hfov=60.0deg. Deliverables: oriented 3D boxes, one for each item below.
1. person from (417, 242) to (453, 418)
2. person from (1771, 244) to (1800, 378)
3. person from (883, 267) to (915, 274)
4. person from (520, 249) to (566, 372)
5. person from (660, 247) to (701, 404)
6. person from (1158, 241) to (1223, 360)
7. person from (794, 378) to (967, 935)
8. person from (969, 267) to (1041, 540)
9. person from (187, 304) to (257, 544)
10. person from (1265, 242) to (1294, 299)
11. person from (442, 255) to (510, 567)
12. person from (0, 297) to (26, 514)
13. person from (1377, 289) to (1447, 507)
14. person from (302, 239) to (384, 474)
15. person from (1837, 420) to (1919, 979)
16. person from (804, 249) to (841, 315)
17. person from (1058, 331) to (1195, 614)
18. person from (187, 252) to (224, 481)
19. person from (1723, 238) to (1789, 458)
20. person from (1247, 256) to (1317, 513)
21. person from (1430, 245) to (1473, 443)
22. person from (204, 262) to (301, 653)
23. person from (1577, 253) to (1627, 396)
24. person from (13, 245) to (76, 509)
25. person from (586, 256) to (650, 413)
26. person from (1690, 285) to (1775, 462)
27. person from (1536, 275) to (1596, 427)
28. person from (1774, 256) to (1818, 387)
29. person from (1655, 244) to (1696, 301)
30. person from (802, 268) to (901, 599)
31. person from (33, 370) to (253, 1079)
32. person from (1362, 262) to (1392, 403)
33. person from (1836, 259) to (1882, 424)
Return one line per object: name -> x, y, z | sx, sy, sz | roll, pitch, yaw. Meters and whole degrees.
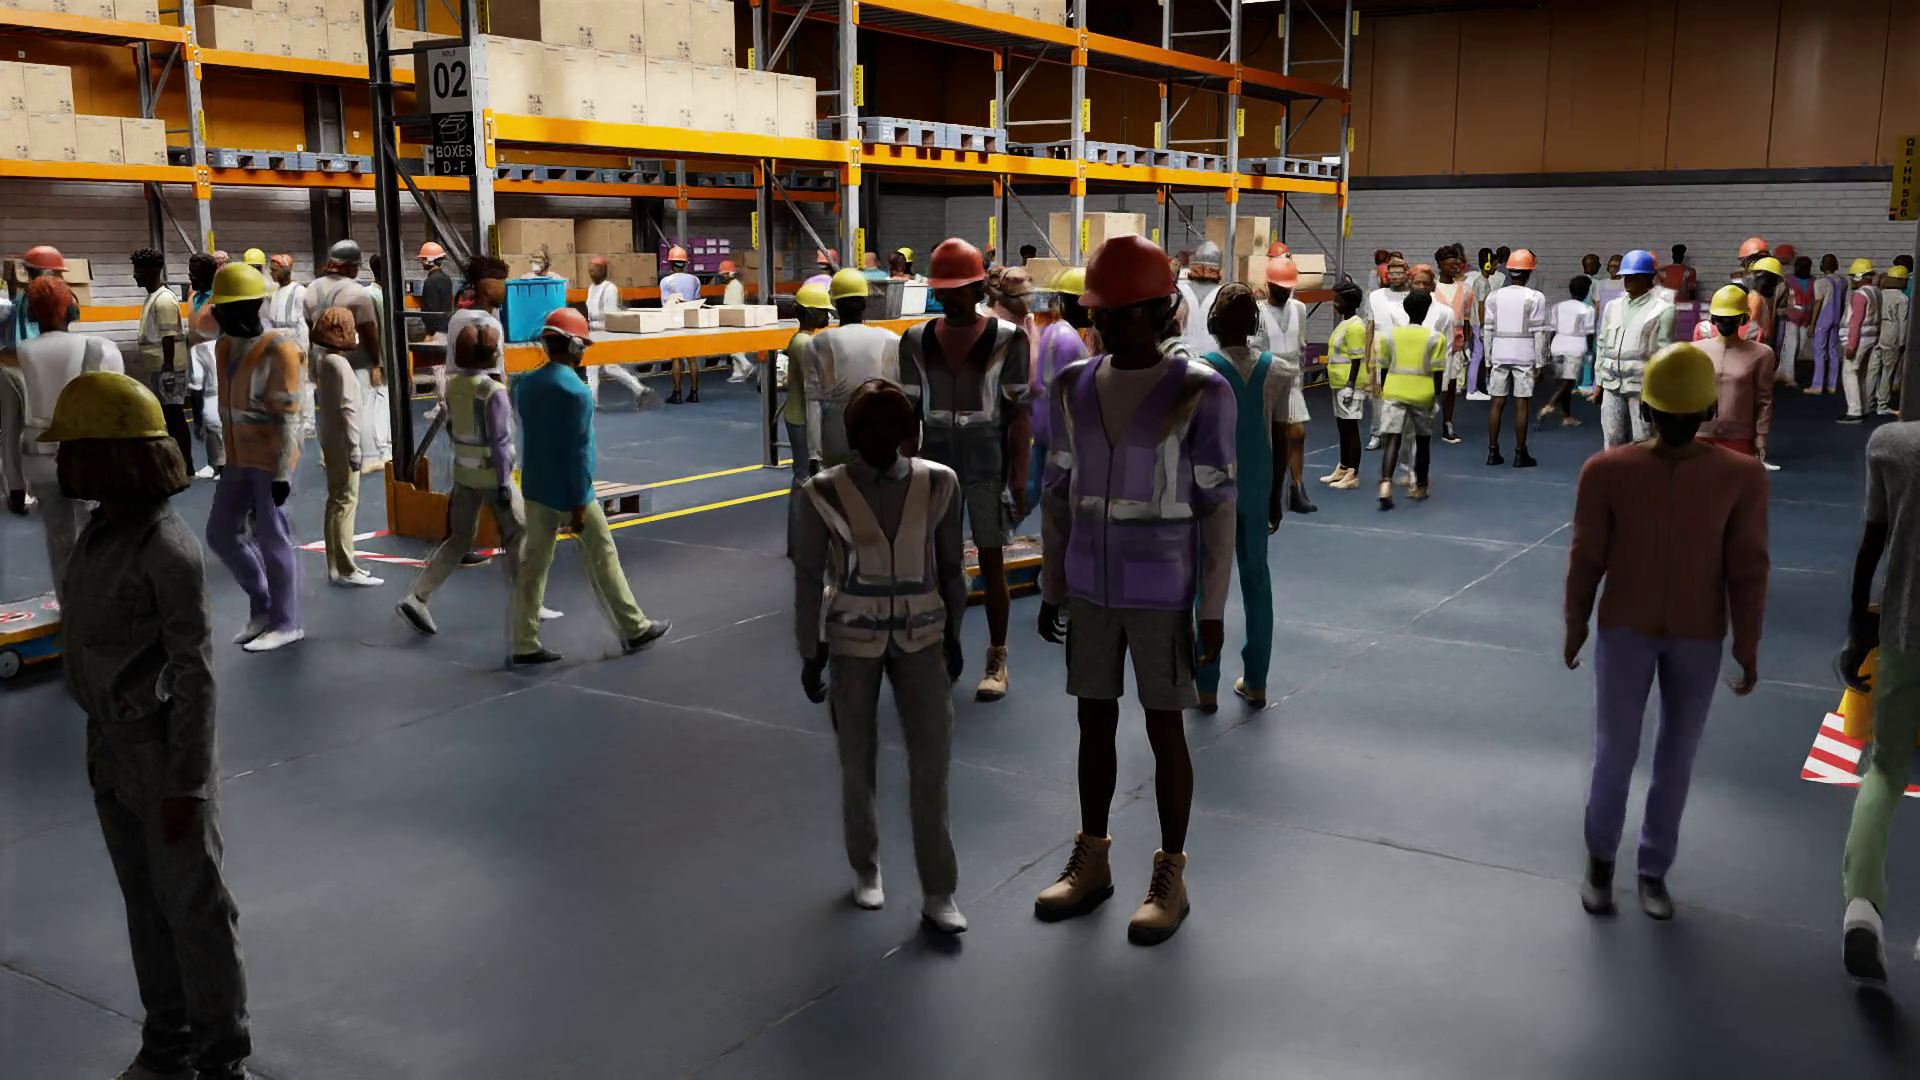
person -> -5.969, -2.389, 18.993 | 0.375, 1.995, 0.611 | 0, 10, 0
person -> 12.079, -3.347, 24.403 | 0.507, 1.959, 0.637 | 4, 11, 21
person -> -1.098, -4.287, 29.988 | 0.634, 1.821, 0.644 | 0, 10, 1
person -> -5.037, -2.541, 20.056 | 0.658, 1.918, 0.440 | 4, 11, 21
person -> -3.470, -2.653, 20.615 | 0.544, 1.939, 0.354 | -8, 13, -39
person -> 1.851, -1.294, 12.798 | 0.704, 2.000, 0.604 | 3, 11, 14
person -> -0.208, 0.351, 4.847 | 0.533, 1.615, 0.669 | -2, 10, -13
person -> 0.261, -0.736, 10.233 | 0.530, 1.867, 0.704 | 4, 11, 20
person -> -4.772, -0.768, 10.955 | 0.547, 1.644, 0.881 | -5, 12, -28
person -> 3.879, -2.636, 20.363 | 0.381, 1.994, 0.613 | 7, 12, 33
person -> -2.939, -0.804, 10.418 | 0.781, 1.923, 0.645 | -7, 12, -33
person -> -7.198, -1.146, 12.235 | 0.602, 1.948, 0.386 | -7, 12, -33
person -> 3.421, -1.081, 12.669 | 0.526, 1.660, 0.842 | 5, 11, 25
person -> -5.293, -1.588, 14.428 | 0.697, 2.000, 0.536 | 4, 11, 23
person -> 2.642, 0.302, 4.494 | 0.542, 1.845, 0.719 | 10, 14, 43
person -> -1.631, -2.537, 20.040 | 0.609, 1.915, 0.486 | 5, 11, 24
person -> 0.908, -0.424, 8.925 | 0.892, 1.693, 0.504 | -2, 10, -12
person -> -6.300, -1.460, 14.058 | 0.589, 1.920, 0.392 | 6, 12, 32
person -> 7.290, -1.759, 15.375 | 0.605, 2.043, 0.382 | 0, 10, 0
person -> 2.376, -1.134, 12.290 | 0.572, 1.899, 0.766 | -3, 11, -18
person -> 4.812, -1.941, 16.591 | 0.613, 1.965, 0.361 | -1, 10, -7
person -> -3.464, -0.392, 8.155 | 0.602, 1.911, 0.433 | 6, 12, 32
person -> 8.468, -2.716, 21.212 | 1.024, 1.843, 0.604 | 1, 10, 7
person -> -6.694, -1.165, 12.244 | 0.662, 1.979, 0.436 | 9, 13, 40
person -> -4.102, -2.395, 19.474 | 0.827, 1.850, 0.611 | -9, 14, -41
person -> 4.417, -0.592, 9.677 | 0.533, 1.765, 0.326 | 5, 11, 27
person -> 6.475, -2.003, 17.780 | 0.761, 1.660, 0.547 | -7, 12, -33
person -> 11.608, -3.055, 23.204 | 0.635, 1.809, 0.750 | -1, 10, -5
person -> 11.330, -3.706, 26.372 | 0.614, 1.962, 0.366 | 6, 12, 30
person -> -0.546, -0.534, 9.033 | 0.601, 1.886, 0.855 | -2, 10, -12
person -> -1.825, 0.496, 3.705 | 0.484, 1.745, 0.298 | 9, 13, 40
person -> 5.276, -2.585, 20.775 | 0.571, 1.753, 0.349 | -3, 11, -17
person -> 9.933, -2.192, 18.394 | 0.404, 1.816, 0.600 | 10, 14, 43
